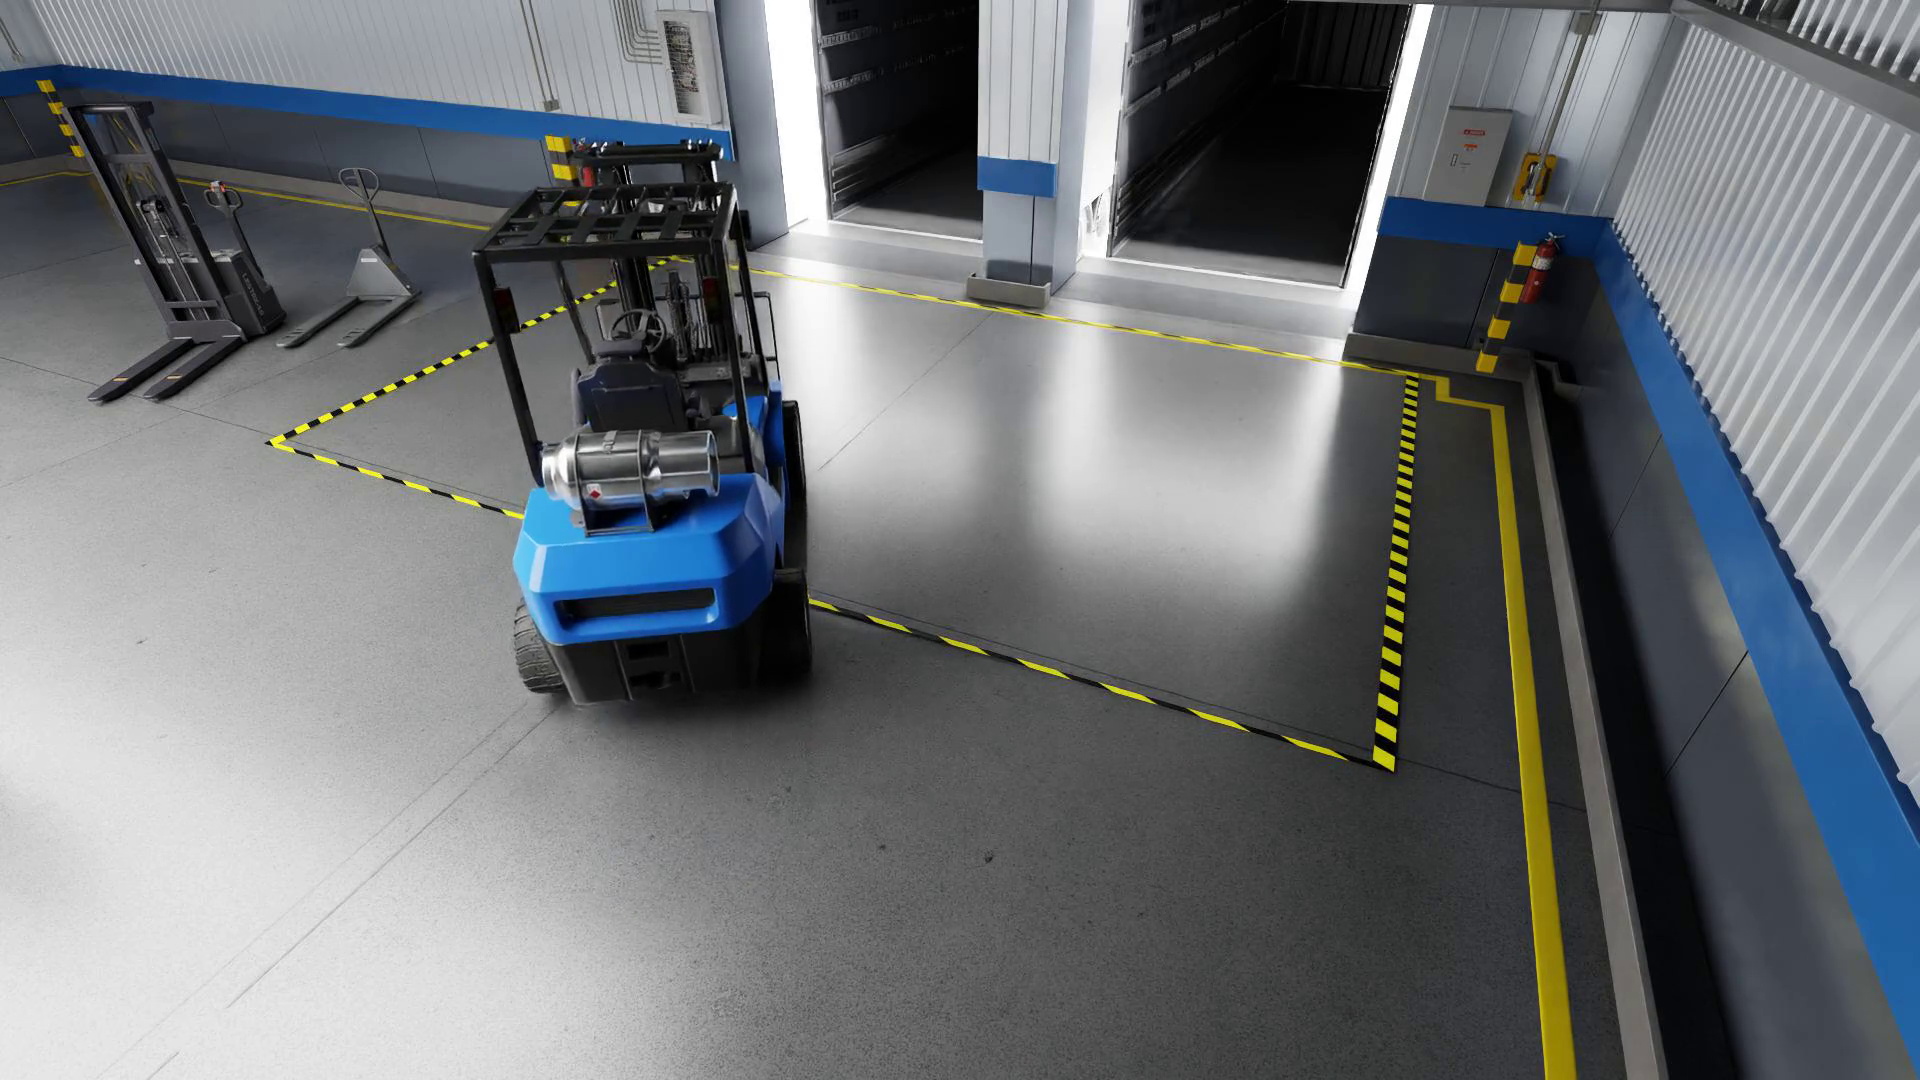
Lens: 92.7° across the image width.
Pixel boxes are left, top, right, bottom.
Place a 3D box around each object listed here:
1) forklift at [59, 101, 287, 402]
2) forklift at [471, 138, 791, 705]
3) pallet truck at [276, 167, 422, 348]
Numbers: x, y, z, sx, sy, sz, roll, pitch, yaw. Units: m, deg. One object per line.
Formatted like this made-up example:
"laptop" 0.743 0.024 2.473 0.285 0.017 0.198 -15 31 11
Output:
"forklift" -6.686 -2.387 7.434 0.823 1.965 1.885 -3 35 -5
"forklift" -1.578 -0.772 4.814 1.157 2.036 2.680 -5 35 -7
"pallet truck" -5.732 -2.611 8.414 0.680 1.201 1.601 -1 35 -1
